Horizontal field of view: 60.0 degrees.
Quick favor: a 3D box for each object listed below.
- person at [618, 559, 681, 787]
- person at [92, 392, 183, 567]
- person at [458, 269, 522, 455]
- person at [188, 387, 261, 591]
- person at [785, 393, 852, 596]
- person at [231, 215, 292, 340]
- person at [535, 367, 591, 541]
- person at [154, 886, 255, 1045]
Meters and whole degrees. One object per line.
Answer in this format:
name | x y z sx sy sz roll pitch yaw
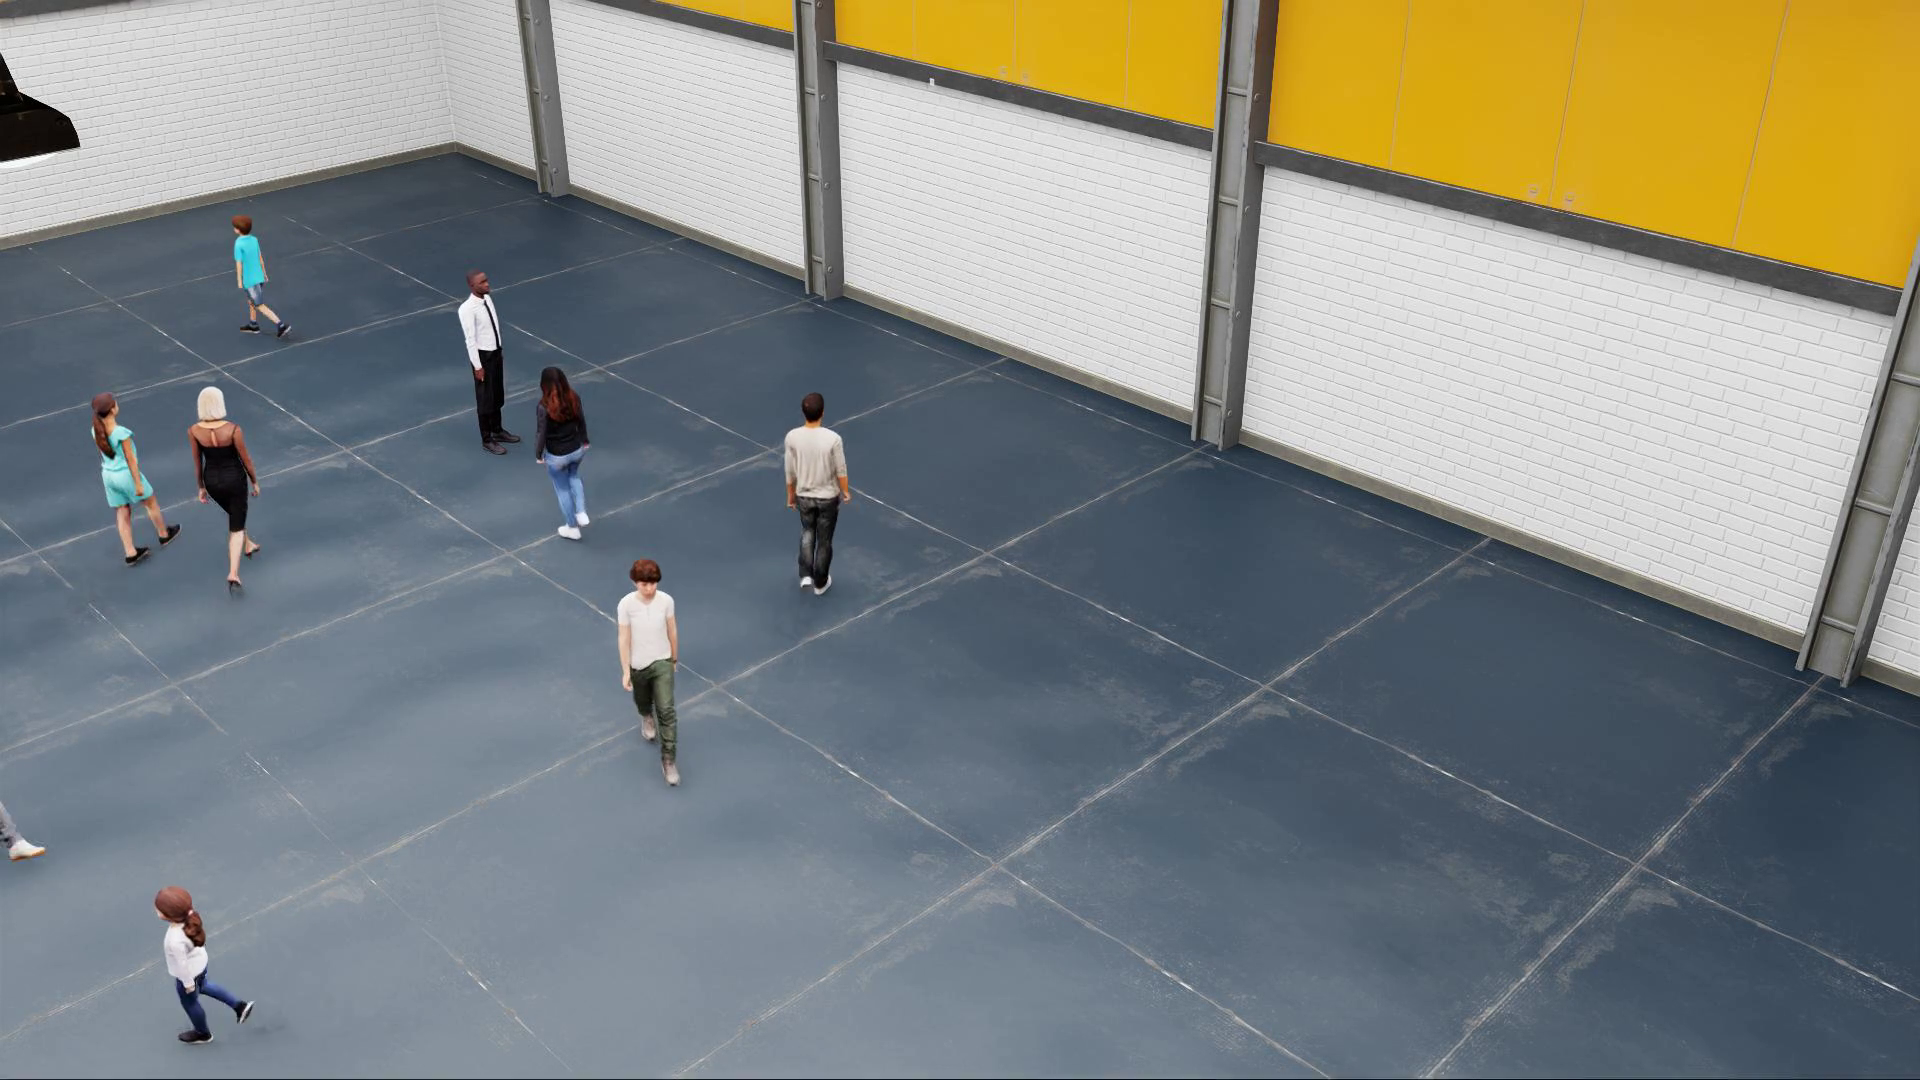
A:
person | -2.202 0.842 11.705 0.960 1.619 1.186 -7 29 -12
person | -7.215 -0.499 14.245 0.892 1.541 0.878 6 29 11
person | -4.636 -1.765 16.258 0.717 1.837 0.717 7 29 12
person | -6.133 -0.389 13.877 1.057 1.700 1.125 -1 29 -1
person | -1.192 -0.322 13.651 0.784 1.798 0.863 6 29 10
person | -7.983 -2.967 18.890 1.018 1.424 0.843 6 29 11
person | -3.433 -0.746 14.614 0.605 1.621 0.677 22 36 35
person | -4.296 2.392 9.402 0.705 1.103 0.665 -3 29 -6
